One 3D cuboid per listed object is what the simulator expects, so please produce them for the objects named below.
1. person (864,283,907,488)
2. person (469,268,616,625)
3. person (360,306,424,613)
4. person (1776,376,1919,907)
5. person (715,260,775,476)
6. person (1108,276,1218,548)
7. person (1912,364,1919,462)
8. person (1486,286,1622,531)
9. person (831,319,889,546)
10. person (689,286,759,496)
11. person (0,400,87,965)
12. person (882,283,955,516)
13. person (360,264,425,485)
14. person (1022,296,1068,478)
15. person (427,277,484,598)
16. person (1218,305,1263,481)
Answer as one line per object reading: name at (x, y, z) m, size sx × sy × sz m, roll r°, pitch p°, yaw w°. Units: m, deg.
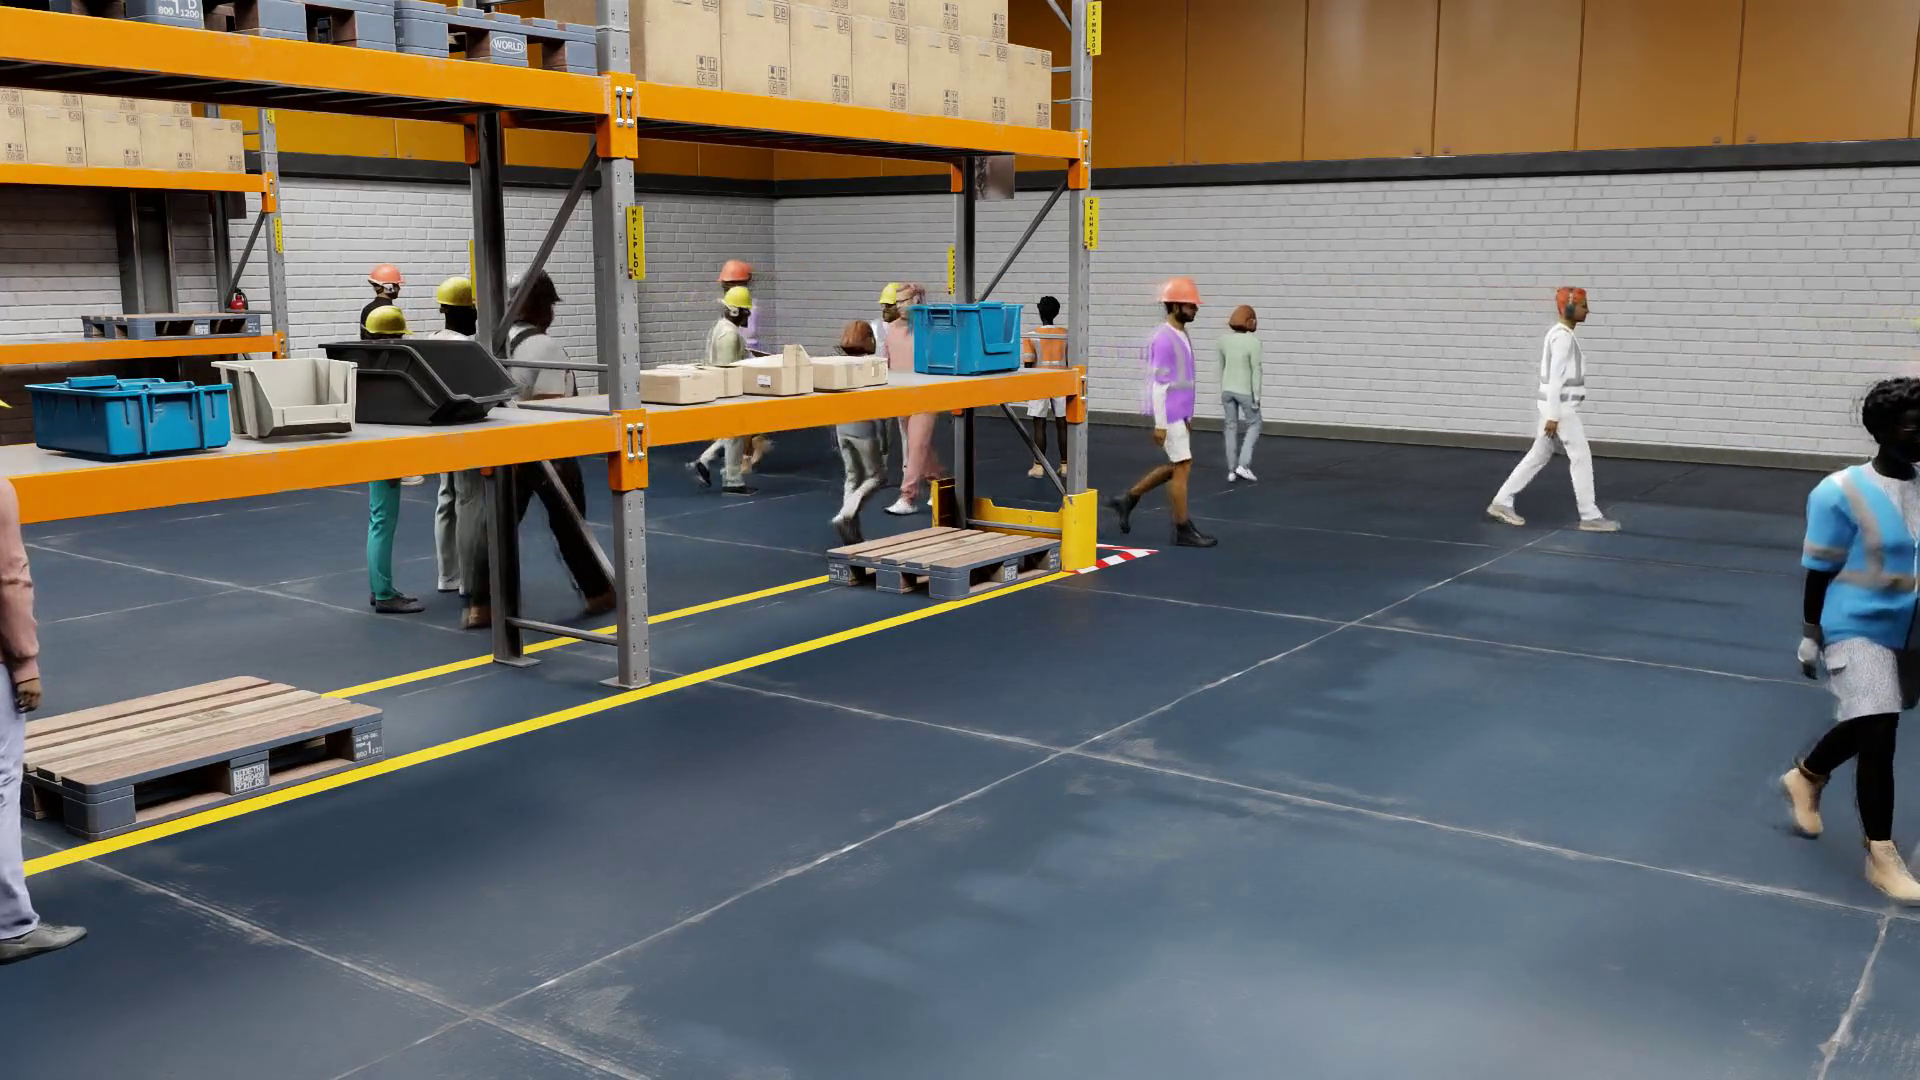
person at (-0.567, -1.342, 14.660) m, size 0.591 × 1.829 × 0.404 m, roll 2°, pitch 10°, yaw 12°
person at (-2.375, -0.556, 9.352) m, size 0.692 × 2.000 × 1.007 m, roll 7°, pitch 12°, yaw 36°
person at (-3.294, -0.465, 9.623) m, size 0.331 × 1.768 × 0.527 m, roll -4°, pitch 10°, yaw -21°
person at (2.979, 0.280, 5.474) m, size 0.562 × 1.660 × 0.818 m, roll -2°, pitch 10°, yaw -10°
person at (-2.047, -1.603, 15.619) m, size 0.496 × 2.029 × 0.640 m, roll -5°, pitch 11°, yaw -26°
person at (1.450, -0.901, 11.777) m, size 0.742 × 1.921 × 0.560 m, roll 3°, pitch 10°, yaw 19°
person at (5.939, -0.538, 10.197) m, size 0.906 × 1.720 × 0.535 m, roll 3°, pitch 10°, yaw 19°
person at (4.486, -0.991, 12.551) m, size 0.964 × 1.844 × 0.589 m, roll 3°, pitch 10°, yaw 16°
person at (-0.740, -0.722, 11.582) m, size 0.519 × 1.616 × 0.427 m, roll 8°, pitch 13°, yaw 41°
person at (-1.989, -1.259, 14.234) m, size 0.554 × 1.809 × 0.617 m, roll -1°, pitch 10°, yaw -7°
person at (-2.869, 0.345, 4.809) m, size 0.526 × 1.765 × 0.329 m, roll 3°, pitch 10°, yaw 19°
person at (-0.348, -1.149, 13.501) m, size 0.661 × 1.861 × 1.018 m, roll 7°, pitch 12°, yaw 35°
person at (-5.163, -1.488, 15.033) m, size 0.613 × 1.995 × 0.391 m, roll 8°, pitch 13°, yaw 41°
person at (0.826, -1.423, 15.534) m, size 0.535 × 1.697 × 0.322 m, roll -3°, pitch 10°, yaw -17°
person at (-3.005, -0.616, 10.041) m, size 0.366 × 1.926 × 0.594 m, roll -9°, pitch 13°, yaw -44°
person at (2.573, -1.339, 15.244) m, size 0.342 × 1.626 × 0.521 m, roll -9°, pitch 13°, yaw -44°
